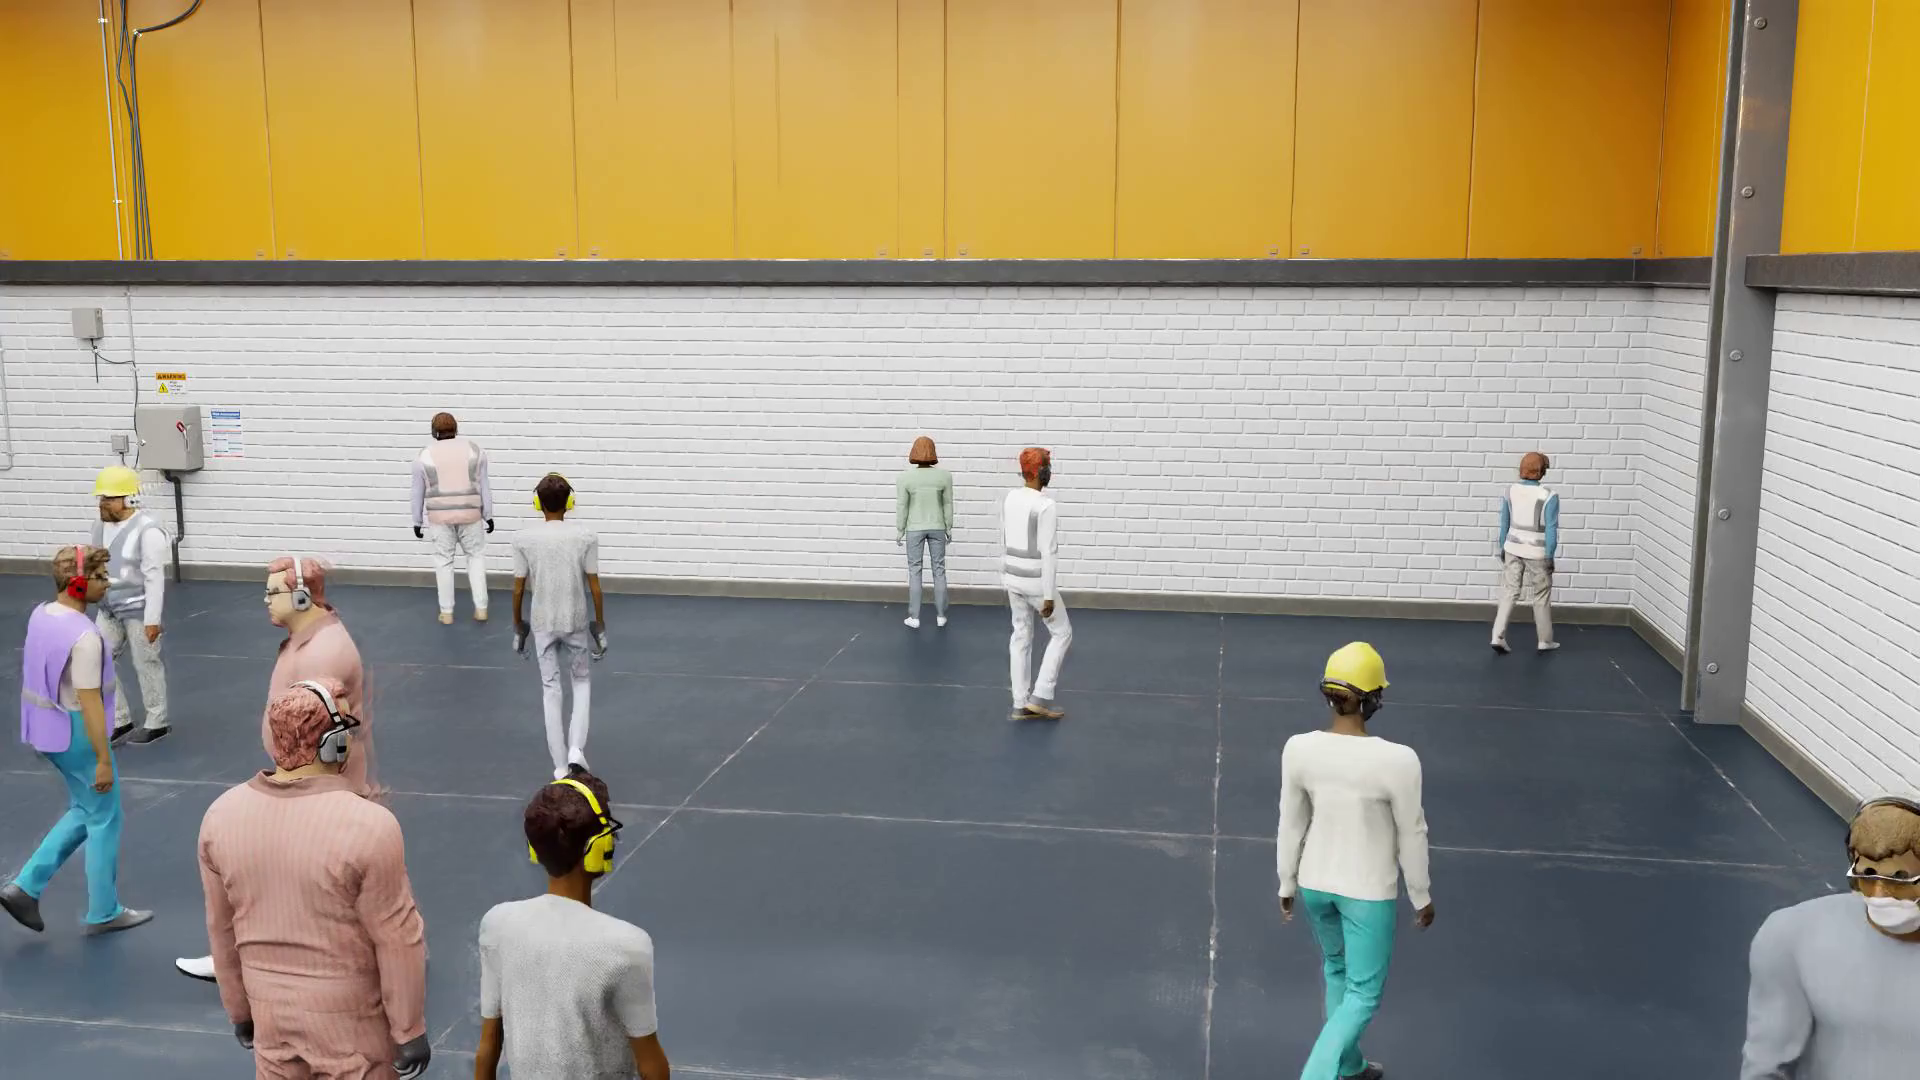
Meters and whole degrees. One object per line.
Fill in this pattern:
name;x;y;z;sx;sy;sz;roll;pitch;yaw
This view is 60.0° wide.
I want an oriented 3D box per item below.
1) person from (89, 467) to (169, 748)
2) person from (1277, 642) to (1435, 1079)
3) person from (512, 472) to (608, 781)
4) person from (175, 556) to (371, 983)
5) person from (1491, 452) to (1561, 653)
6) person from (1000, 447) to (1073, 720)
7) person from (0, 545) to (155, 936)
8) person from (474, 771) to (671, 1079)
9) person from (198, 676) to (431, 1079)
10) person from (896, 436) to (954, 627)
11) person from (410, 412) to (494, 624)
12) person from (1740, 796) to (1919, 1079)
person;-5.284;0.441;10.469;0.629;1.810;0.575;4;10;25
person;1.332;1.228;5.851;0.533;1.738;0.796;8;12;42
person;-2.372;0.522;9.844;0.556;1.854;0.396;-2;9;-14
person;-2.766;0.992;6.927;0.976;1.852;0.676;-5;10;-28
person;4.492;0.105;13.161;0.697;1.616;0.531;-7;12;-37
person;0.534;0.299;11.213;0.481;1.866;0.579;-8;12;-39
person;-4.000;0.923;7.468;0.592;1.820;0.522;8;12;40
person;-0.974;1.484;4.022;0.512;1.833;0.943;6;11;31
person;-1.787;1.326;4.729;0.651;1.907;0.409;3;10;16
person;-0.301;-0.067;14.163;0.498;1.633;0.282;-2;9;-13
person;-4.352;-0.182;14.257;0.669;1.832;0.440;-4;10;-22
person;2.086;1.499;3.745;0.637;1.870;1.067;5;11;31
